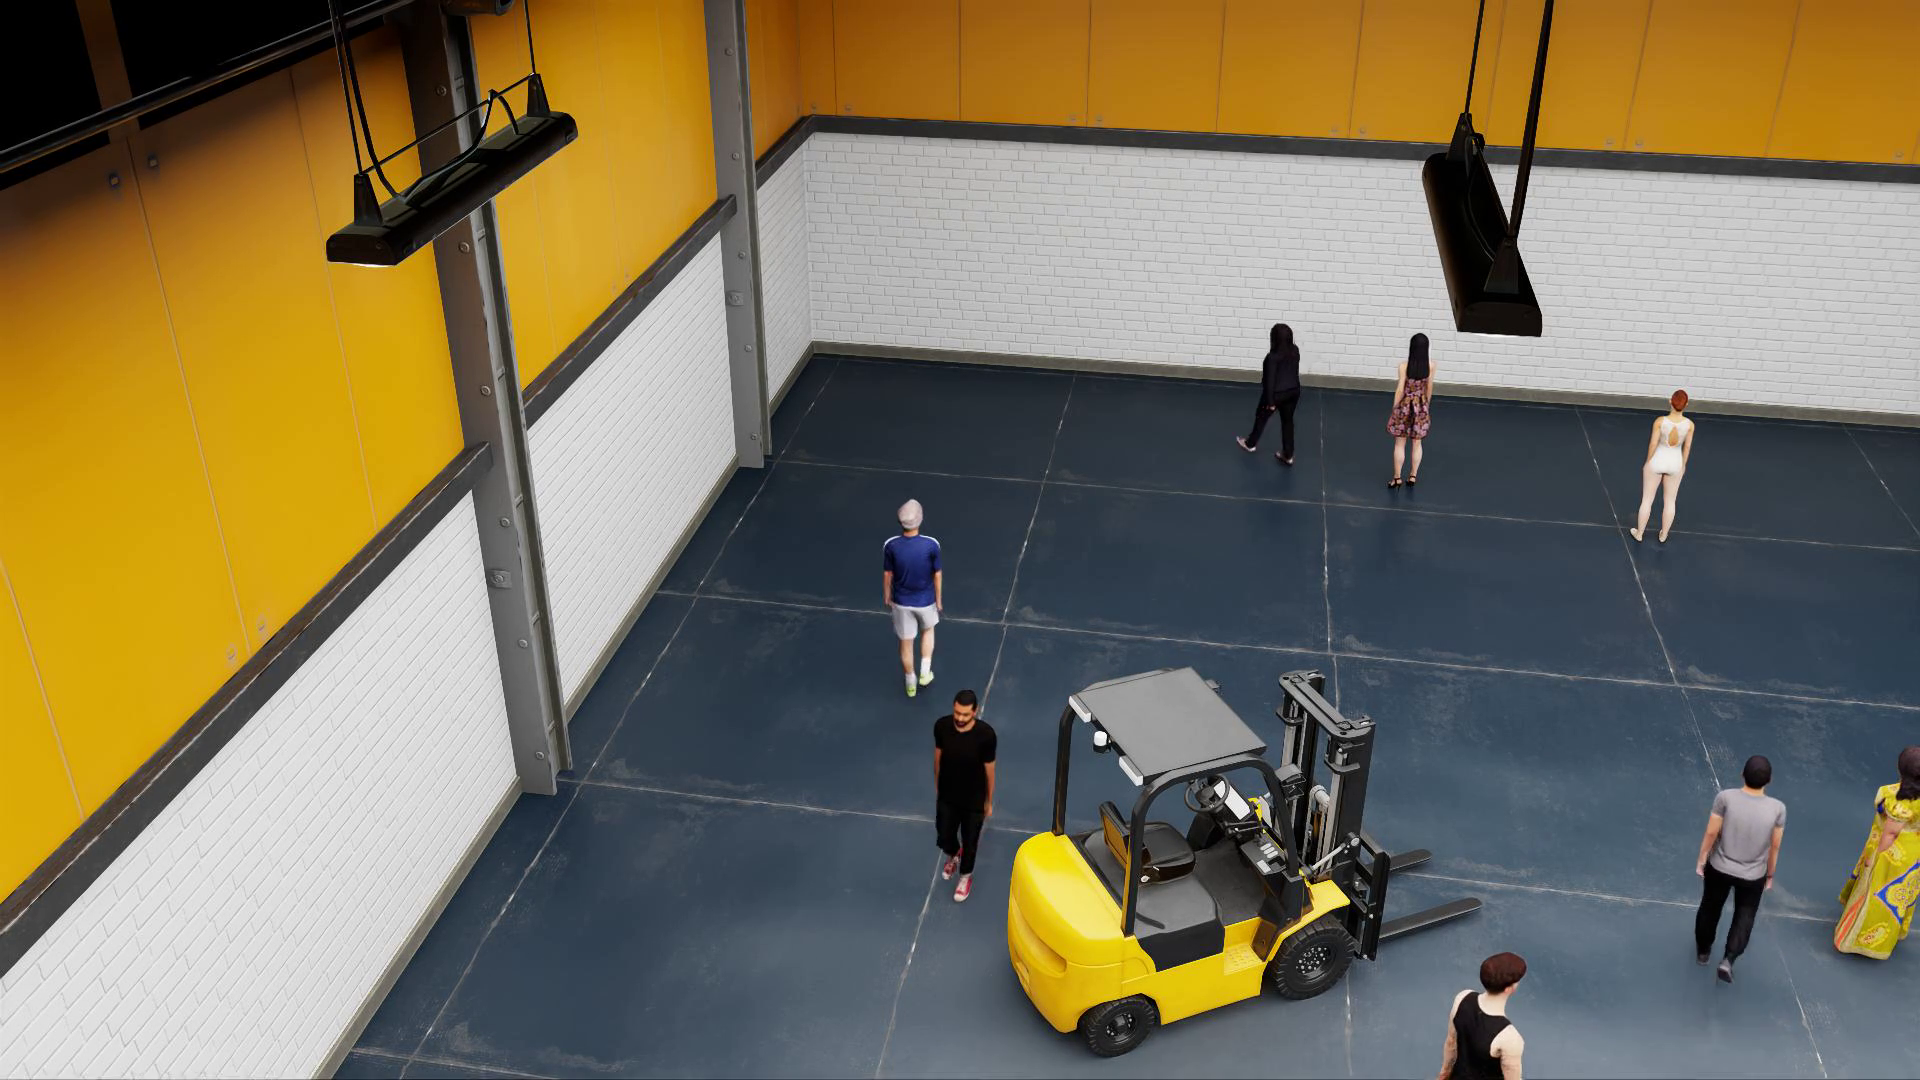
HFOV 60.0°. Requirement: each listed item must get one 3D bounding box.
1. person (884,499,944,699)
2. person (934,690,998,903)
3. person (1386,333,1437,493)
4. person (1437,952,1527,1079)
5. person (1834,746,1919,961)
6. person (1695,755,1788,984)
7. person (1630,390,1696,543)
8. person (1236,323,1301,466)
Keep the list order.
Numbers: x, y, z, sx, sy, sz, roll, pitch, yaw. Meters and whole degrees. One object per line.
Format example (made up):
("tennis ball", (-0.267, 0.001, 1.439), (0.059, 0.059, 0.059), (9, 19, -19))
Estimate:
("person", (-0.391, 0.541, 14.052), (0.706, 1.831, 0.683), (-1, 29, -1))
("person", (0.055, 1.765, 11.900), (0.639, 1.744, 0.678), (8, 30, 14))
("person", (4.759, -1.354, 17.586), (0.762, 1.774, 0.785), (-5, 29, -9))
("person", (2.852, 3.110, 9.300), (1.089, 1.872, 1.141), (-11, 31, -20))
("person", (6.381, 2.113, 11.351), (0.998, 1.658, 1.052), (-18, 33, -30))
("person", (5.167, 2.217, 11.068), (0.764, 1.747, 0.908), (13, 31, 23))
("person", (7.036, -0.738, 16.593), (0.537, 1.644, 0.469), (5, 29, 9))
("person", (3.562, -1.564, 18.169), (0.990, 1.585, 1.051), (-18, 34, -30))
